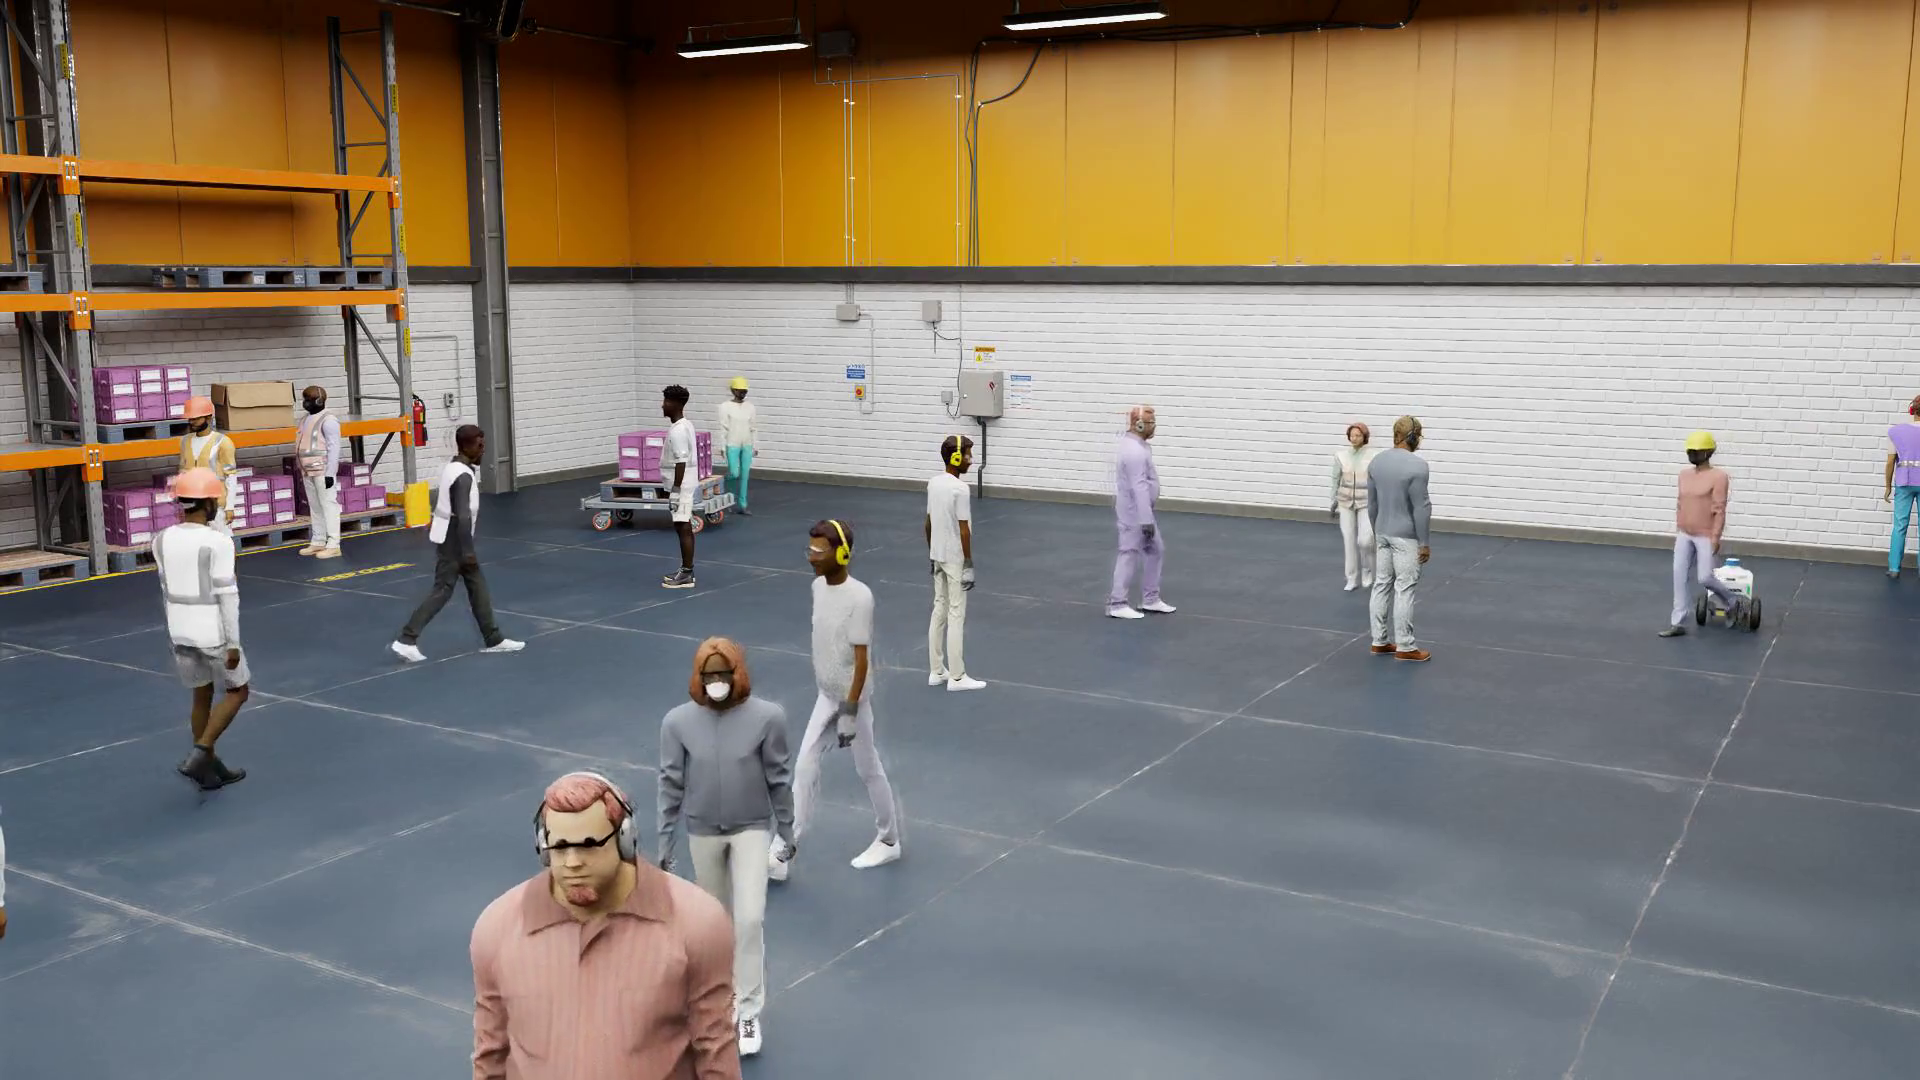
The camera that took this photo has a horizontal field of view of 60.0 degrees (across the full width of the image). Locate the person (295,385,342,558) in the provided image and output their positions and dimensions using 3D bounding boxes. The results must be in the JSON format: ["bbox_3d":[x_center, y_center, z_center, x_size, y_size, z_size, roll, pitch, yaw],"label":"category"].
[{"bbox_3d":[-6.868,-0.721,17.787,0.631,1.849,0.429,8,12,40],"label":"person"}]

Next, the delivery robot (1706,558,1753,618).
[{"bbox_3d":[6.688,0.404,14.432,0.477,0.478,0.707,4,10,25],"label":"delivery robot"}]

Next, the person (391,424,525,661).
[{"bbox_3d":[-4.007,0.019,13.081,0.997,1.867,0.646,-3,10,-19],"label":"person"}]

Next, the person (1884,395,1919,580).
[{"bbox_3d":[9.452,-0.516,16.447,0.567,1.846,0.389,5,10,29],"label":"person"}]

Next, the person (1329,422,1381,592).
[{"bbox_3d":[3.778,-0.313,15.840,0.541,1.624,0.372,6,11,32],"label":"person"}]

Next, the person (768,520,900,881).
[{"bbox_3d":[-0.660,0.806,8.263,0.957,1.818,0.554,-7,12,-39],"label":"person"}]

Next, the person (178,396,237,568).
[{"bbox_3d":[-6.820,-0.335,15.040,0.552,1.934,0.364,2,9,13],"label":"person"}]

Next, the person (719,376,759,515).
[{"bbox_3d":[-2.753,-1.178,20.837,0.544,1.754,0.359,-7,12,-38],"label":"person"}]

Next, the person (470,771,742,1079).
[{"bbox_3d":[-0.852,1.450,4.060,0.651,1.880,0.765,0,9,-3],"label":"person"}]

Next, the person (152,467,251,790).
[{"bbox_3d":[-4.405,0.537,9.653,0.542,1.923,0.473,3,10,17],"label":"person"}]

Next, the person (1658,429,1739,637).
[{"bbox_3d":[6.192,-0.055,13.858,0.649,1.749,0.531,-4,10,-24],"label":"person"}]

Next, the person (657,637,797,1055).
[{"bbox_3d":[-0.928,1.187,6.513,0.537,1.609,0.655,0,9,3],"label":"person"}]

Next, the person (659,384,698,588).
[{"bbox_3d":[-2.723,-0.522,16.109,0.366,1.966,0.607,-1,9,-4],"label":"person"}]

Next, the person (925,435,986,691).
[{"bbox_3d":[-0.056,0.164,12.156,0.335,1.865,0.519,-6,11,-33],"label":"person"}]

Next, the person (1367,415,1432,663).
[{"bbox_3d":[3.443,-0.010,13.020,0.370,1.934,0.627,-5,10,-28],"label":"person"}]

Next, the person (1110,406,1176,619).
[{"bbox_3d":[1.656,-0.233,14.565,0.731,1.880,0.667,1,9,5],"label":"person"}]
